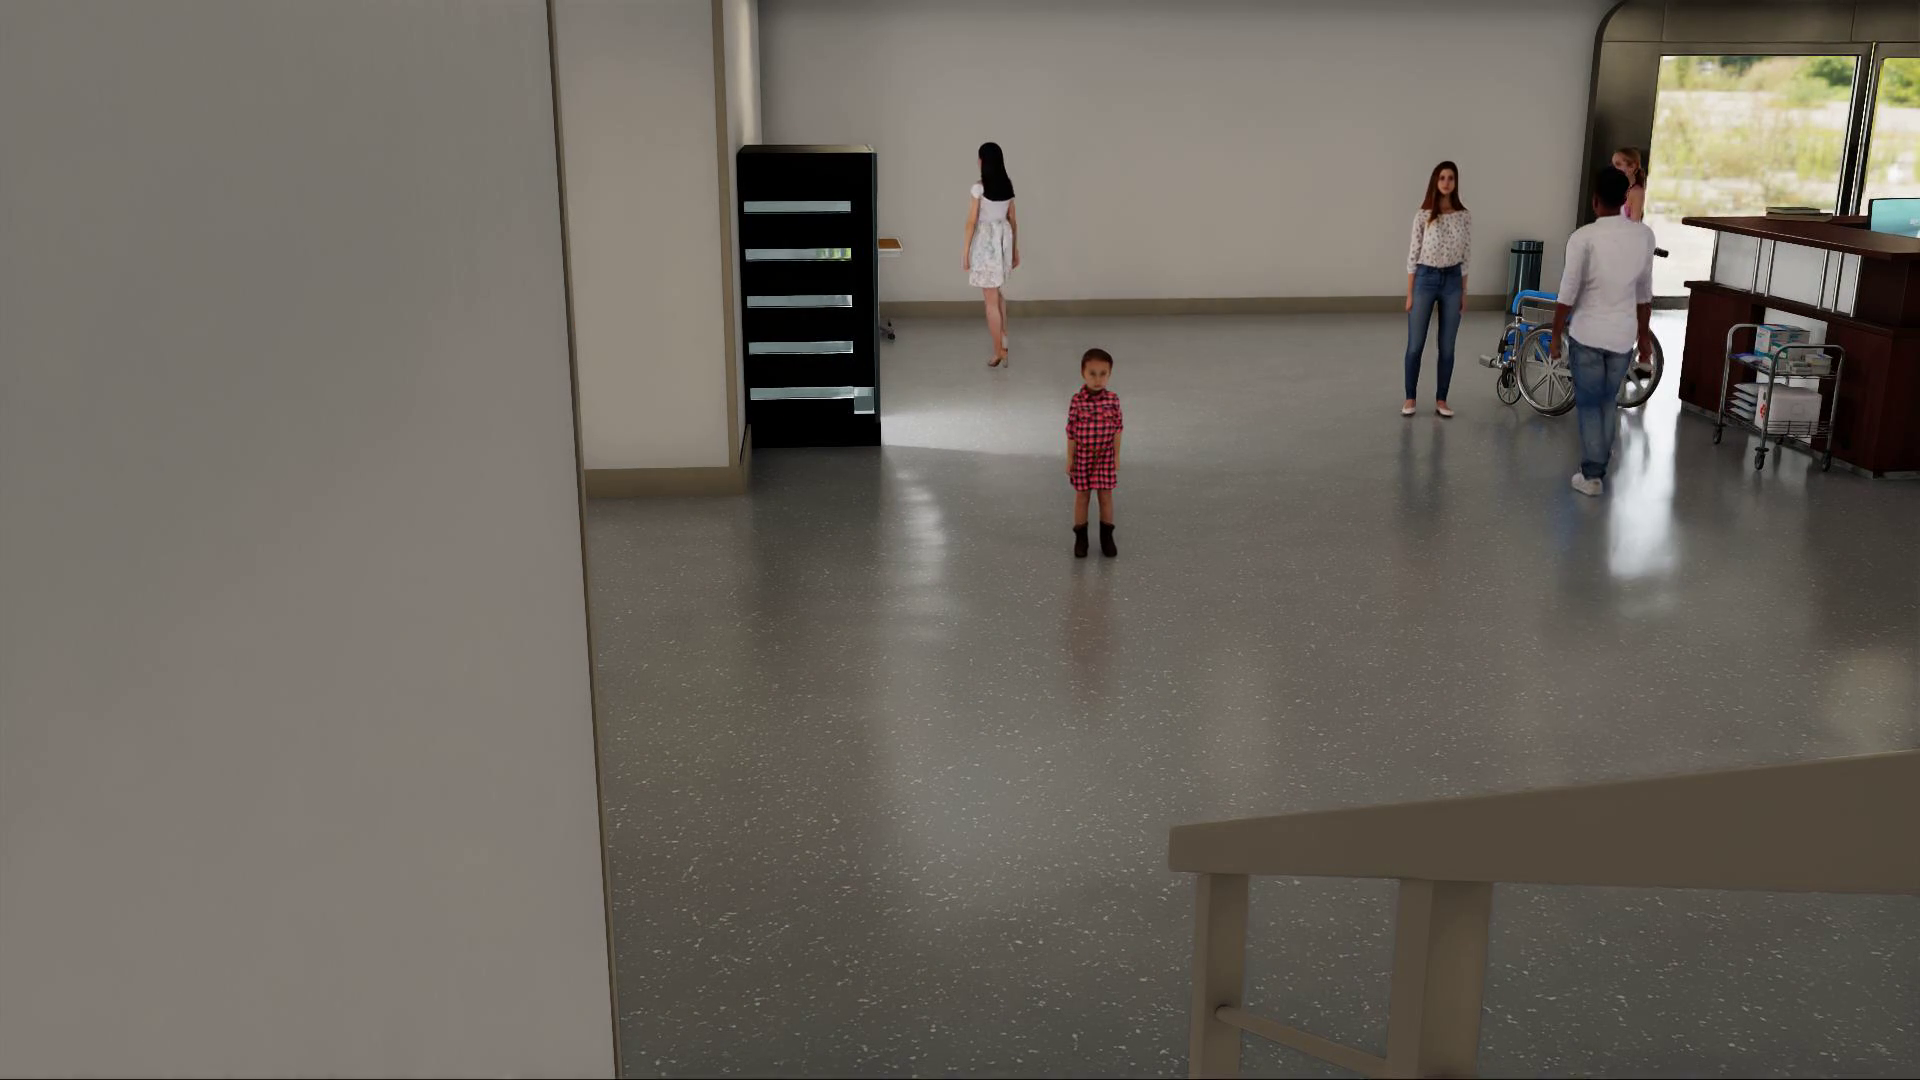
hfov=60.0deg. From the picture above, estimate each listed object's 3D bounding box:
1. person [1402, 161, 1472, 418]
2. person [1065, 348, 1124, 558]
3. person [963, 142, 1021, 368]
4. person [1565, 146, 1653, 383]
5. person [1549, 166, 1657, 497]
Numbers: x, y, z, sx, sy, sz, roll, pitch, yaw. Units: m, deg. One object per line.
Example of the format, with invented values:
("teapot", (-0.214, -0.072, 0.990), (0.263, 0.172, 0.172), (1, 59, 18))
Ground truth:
("person", (3.266, -1.725, 11.425), (0.620, 1.728, 0.603), (2, 16, 7))
("person", (0.663, -0.434, 8.149), (0.437, 1.021, 0.444), (0, 16, -1))
("person", (0.318, -2.225, 13.136), (0.818, 1.763, 0.878), (-11, 19, -34))
("person", (5.048, -2.015, 12.427), (0.703, 1.743, 1.026), (0, 16, -2))
("person", (3.591, -1.136, 9.208), (0.667, 1.799, 0.752), (-1, 16, -4))
